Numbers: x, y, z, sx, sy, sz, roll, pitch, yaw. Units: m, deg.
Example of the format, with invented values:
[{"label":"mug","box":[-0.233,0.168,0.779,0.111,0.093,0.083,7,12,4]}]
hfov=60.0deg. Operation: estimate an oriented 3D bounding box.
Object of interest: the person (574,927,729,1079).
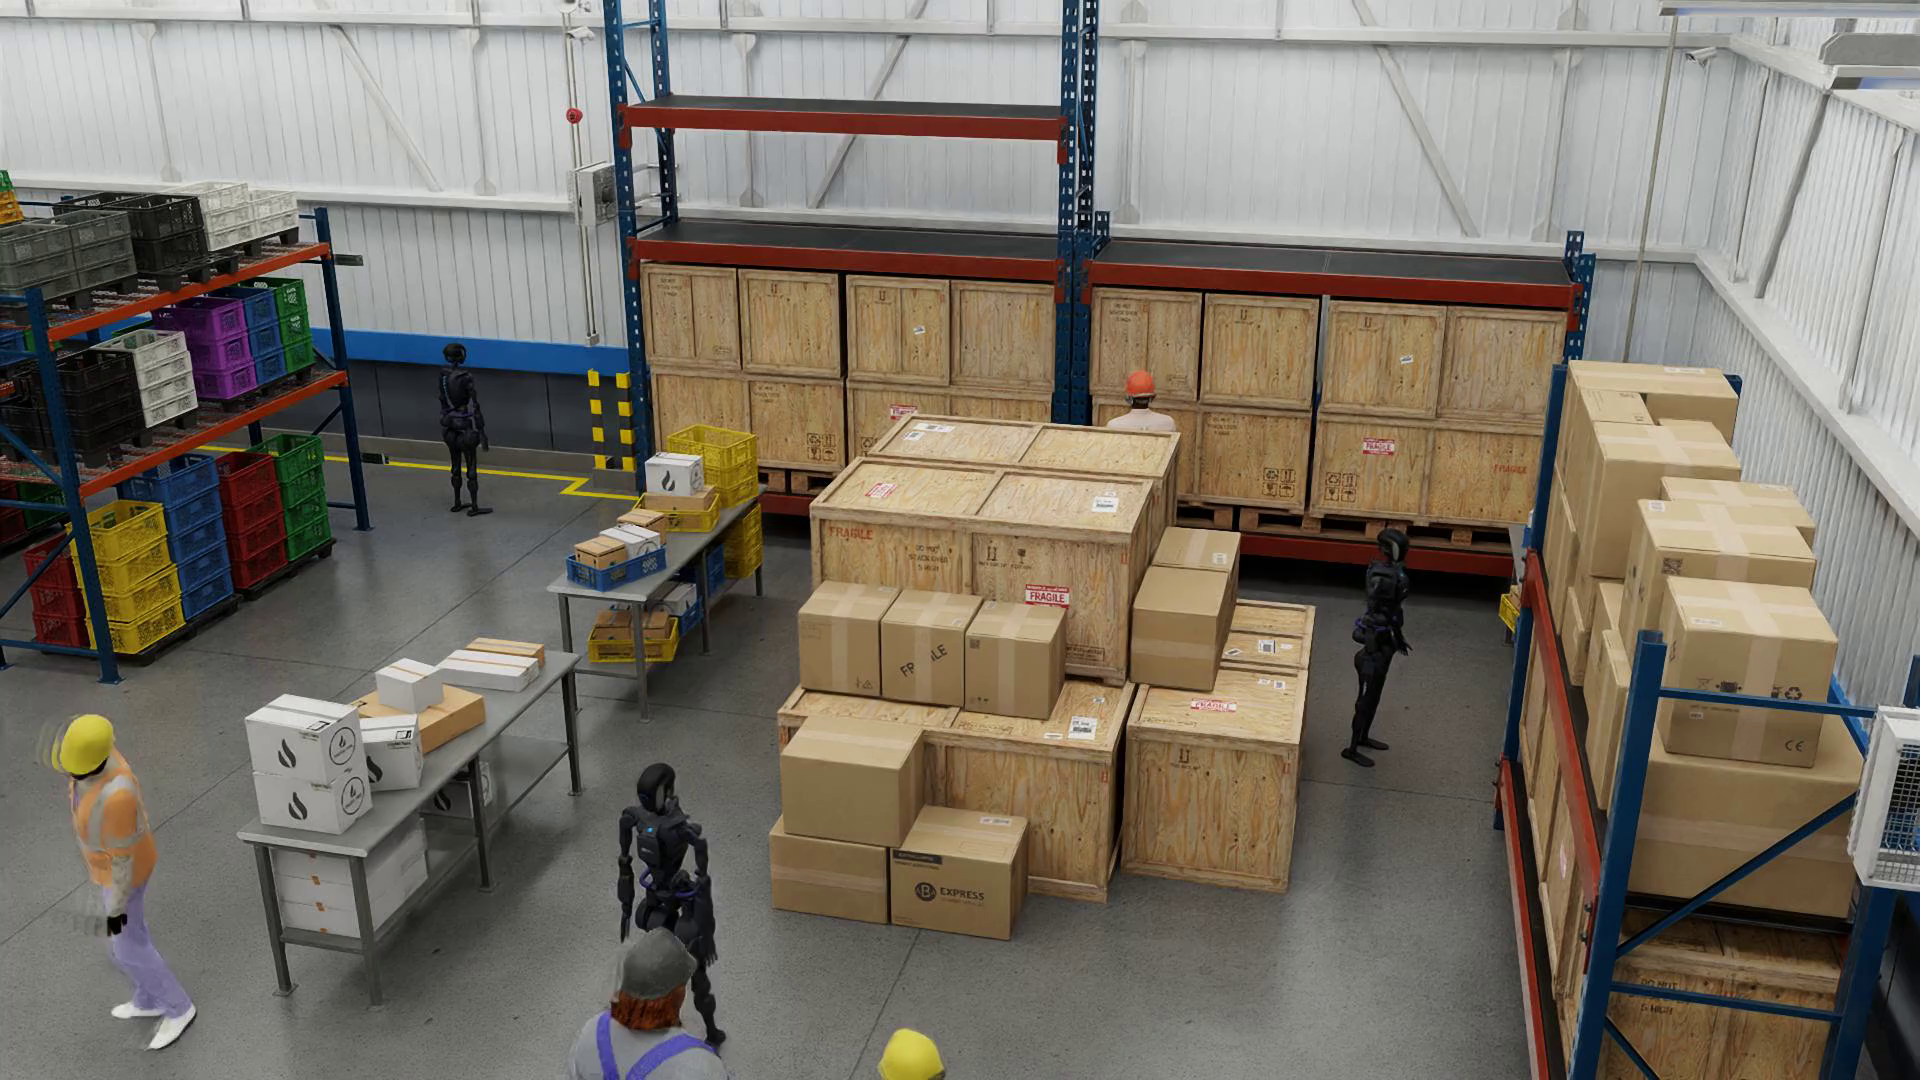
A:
[{"label":"person","box":[-1.091,2.374,6.357,0.710,2.000,0.536,12,24,29]}]

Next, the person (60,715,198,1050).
[{"label":"person","box":[-4.228,1.676,8.424,0.377,1.880,0.653,-14,25,-31]}]

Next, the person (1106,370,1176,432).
[{"label":"person","box":[1.469,-0.427,13.746,0.610,1.997,0.376,-4,21,-11]}]

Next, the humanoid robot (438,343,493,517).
[{"label":"humanoid robot","box":[-4.736,-1.069,15.850,0.600,1.657,0.331,15,26,34]}]

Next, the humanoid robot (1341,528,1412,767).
[{"label":"humanoid robot","box":[2.836,0.698,11.226,0.324,1.657,0.598,14,25,32]}]

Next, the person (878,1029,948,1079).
[{"label":"person","box":[-0.155,2.581,6.198,0.522,1.766,0.311,-19,28,-40]}]

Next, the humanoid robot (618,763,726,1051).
[{"label":"humanoid robot","box":[-1.431,1.841,8.252,0.570,1.648,0.360,10,23,24]}]
